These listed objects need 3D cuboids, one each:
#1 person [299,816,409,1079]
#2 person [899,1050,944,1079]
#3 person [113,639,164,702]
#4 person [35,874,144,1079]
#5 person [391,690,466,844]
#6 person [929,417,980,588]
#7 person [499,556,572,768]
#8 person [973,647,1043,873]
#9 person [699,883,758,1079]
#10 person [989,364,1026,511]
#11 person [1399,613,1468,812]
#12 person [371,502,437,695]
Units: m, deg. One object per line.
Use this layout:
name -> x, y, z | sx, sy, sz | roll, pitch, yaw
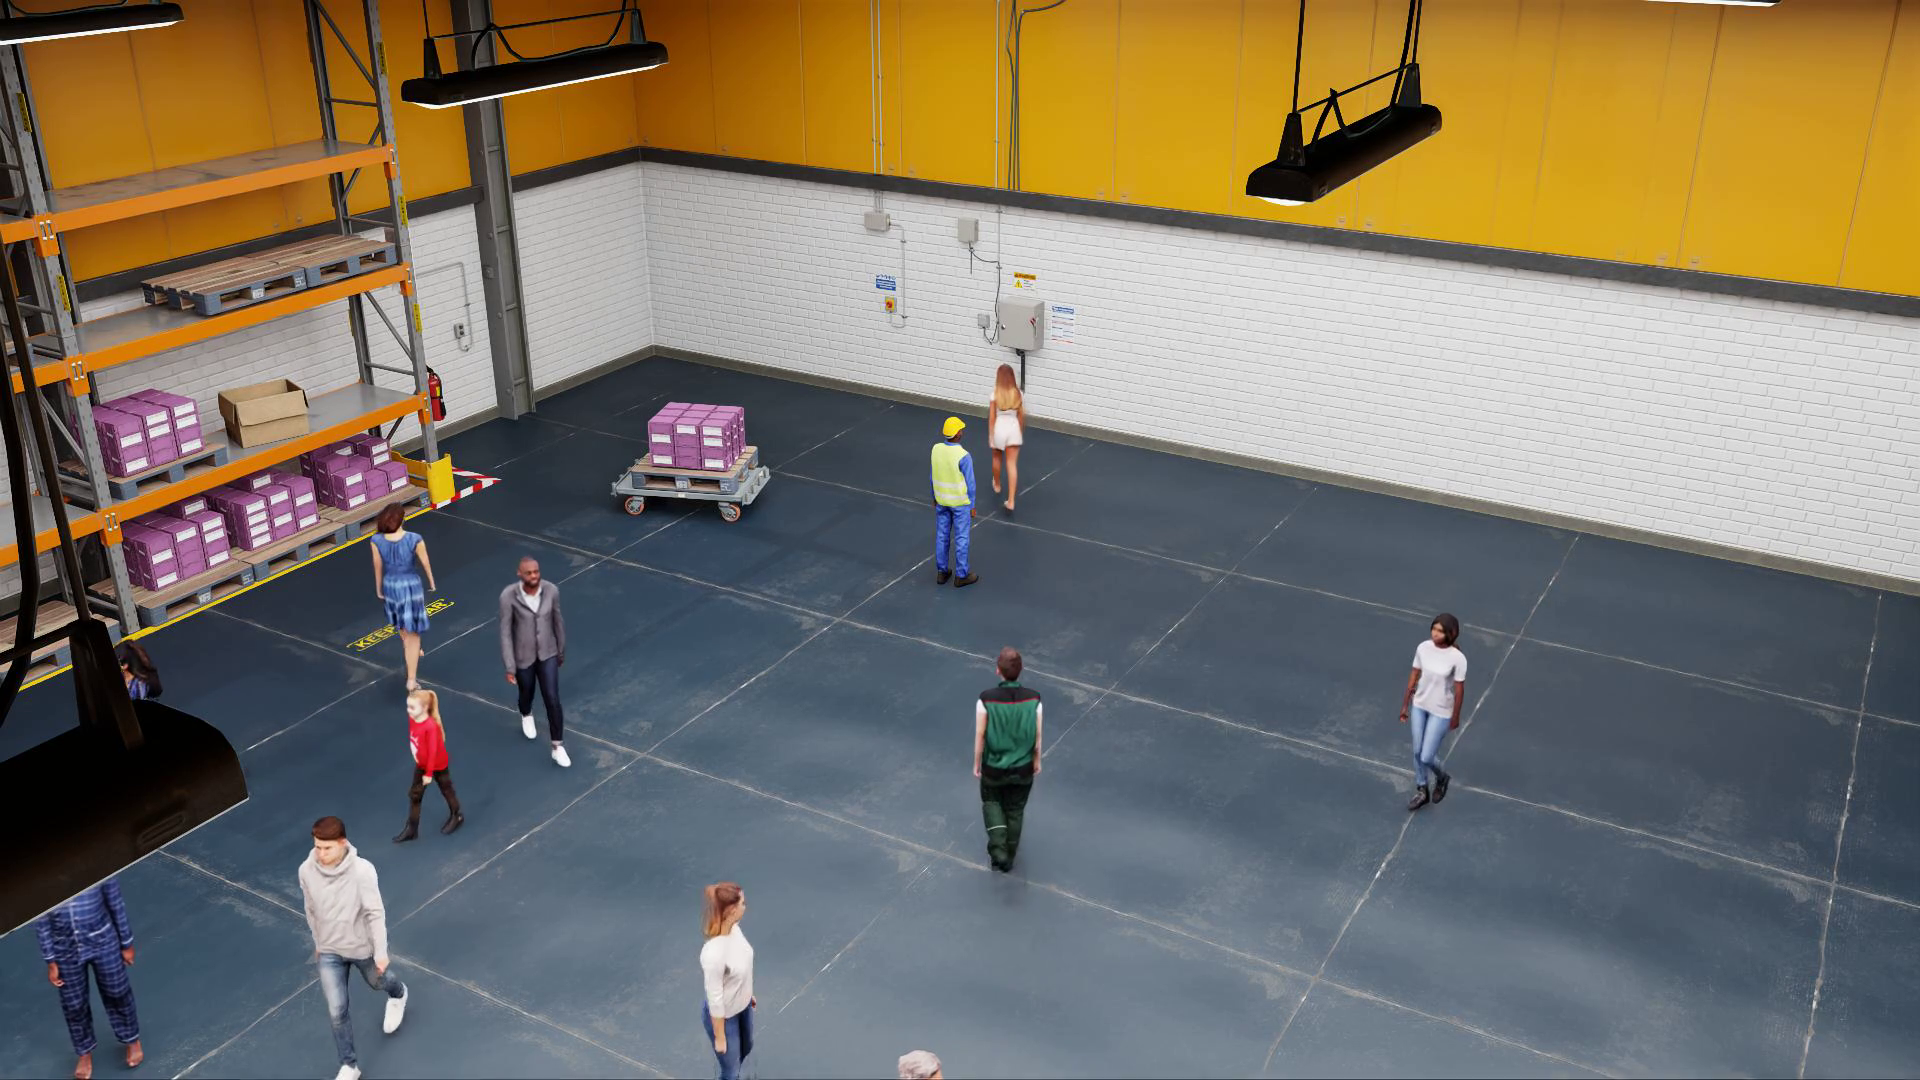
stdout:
person -> -3.766, 2.483, 10.419 | 1.044, 1.817, 1.317 | 1, 24, 3
person -> -0.198, 3.329, 8.457 | 0.692, 1.837, 0.468 | 13, 27, 26
person -> -6.286, 1.483, 12.974 | 0.602, 1.602, 0.729 | 12, 26, 26
person -> -5.456, 2.510, 10.361 | 0.720, 1.813, 0.820 | -11, 26, -23
person -> -4.042, 1.717, 12.871 | 0.507, 1.257, 0.814 | 14, 27, 29
person -> -0.075, -0.405, 17.029 | 0.655, 1.813, 0.549 | 13, 27, 27
person -> -3.601, 0.957, 13.943 | 1.208, 1.790, 1.187 | -10, 26, -22
person -> 0.351, 1.680, 12.243 | 0.831, 1.827, 0.881 | -1, 24, -2
person -> -1.375, 2.810, 9.801 | 0.784, 1.712, 0.605 | 13, 27, 27
person -> 0.540, -1.137, 18.910 | 1.044, 1.649, 1.187 | -4, 24, -8
person -> 3.775, 1.346, 13.155 | 0.769, 1.708, 0.707 | -19, 30, -36
person -> -4.989, 0.569, 14.862 | 0.944, 1.765, 1.126 | 0, 24, 1
